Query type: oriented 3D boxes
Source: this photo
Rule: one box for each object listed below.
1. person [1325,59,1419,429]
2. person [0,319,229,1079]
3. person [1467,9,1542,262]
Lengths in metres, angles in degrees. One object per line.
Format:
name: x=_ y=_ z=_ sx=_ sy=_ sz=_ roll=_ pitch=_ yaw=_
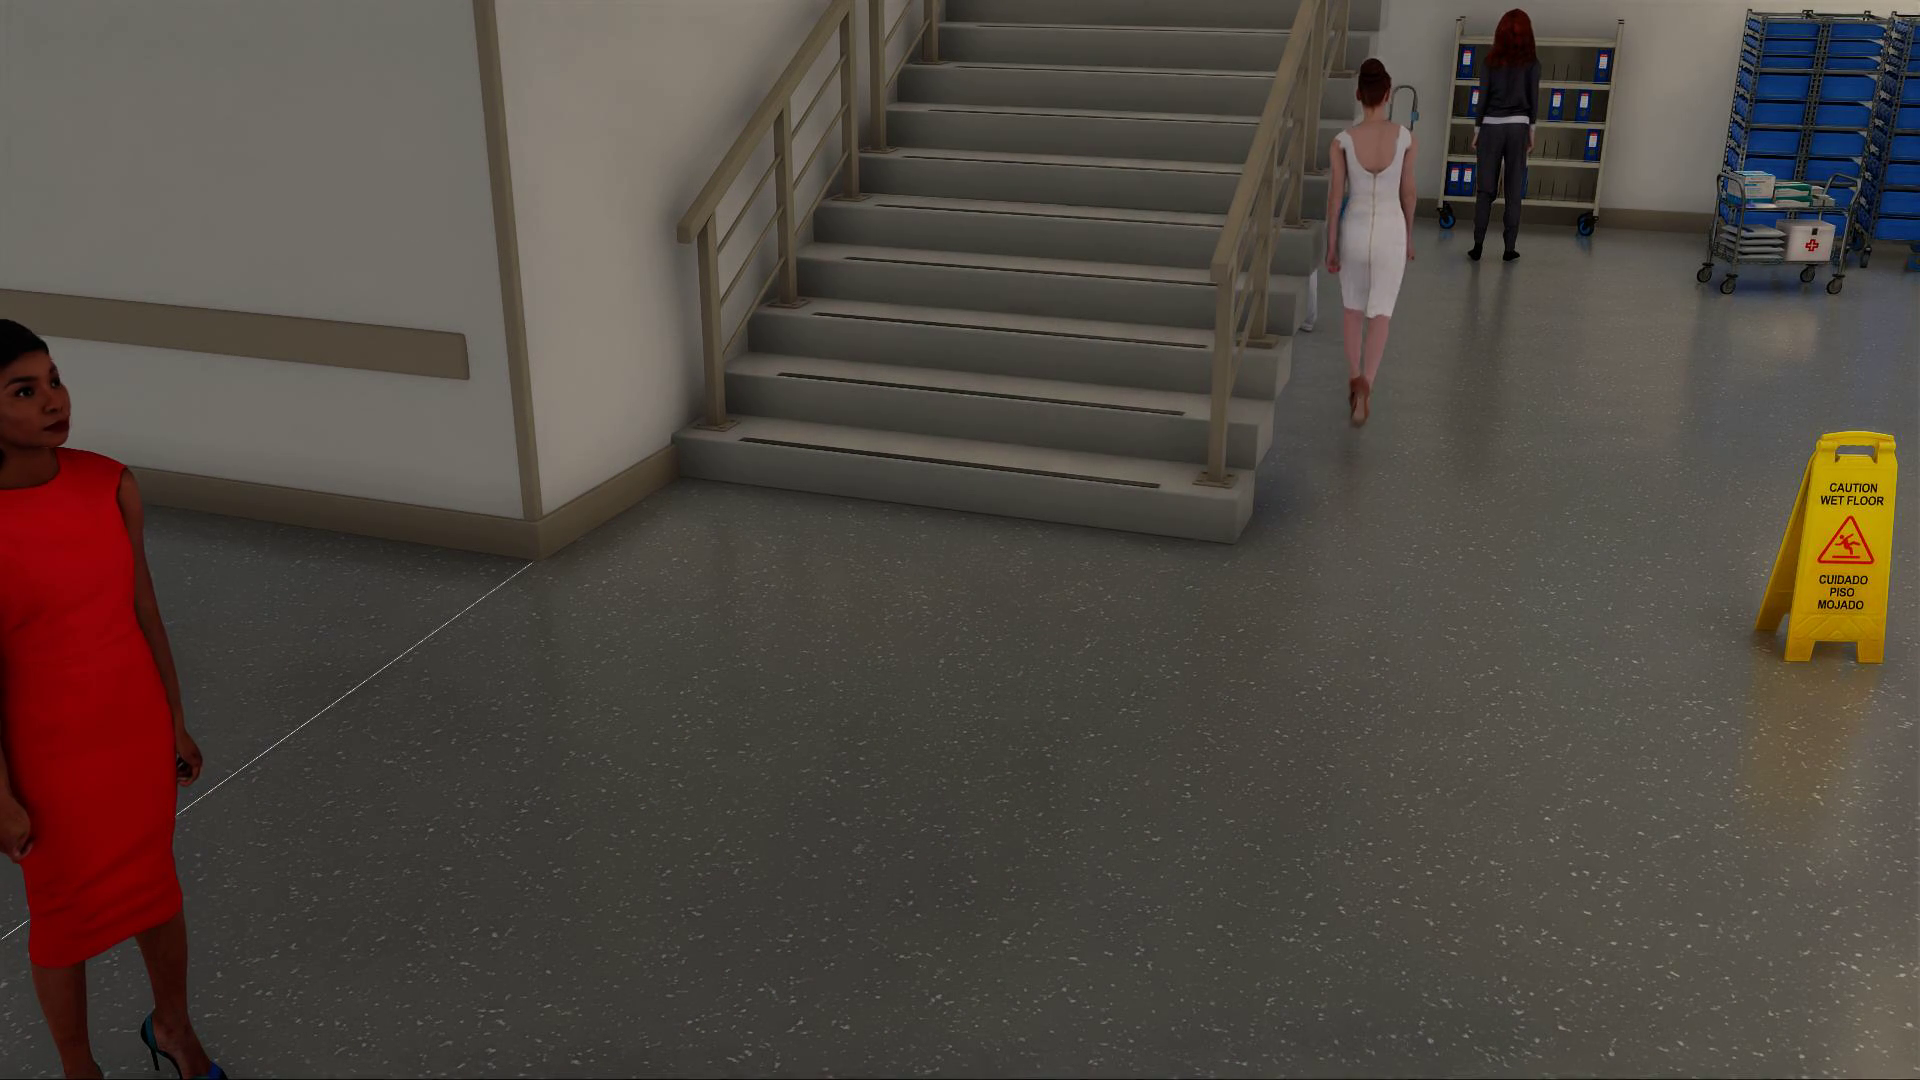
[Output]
person: x=1.959 y=-1.353 z=7.962 sx=0.633 sy=1.757 sz=1.110 roll=6 pitch=22 yaw=16
person: x=-1.749 y=0.418 z=3.309 sx=0.680 sy=1.742 sz=0.513 roll=14 pitch=25 yaw=32
person: x=3.956 y=-2.932 z=12.097 sx=0.584 sy=1.782 sz=0.500 roll=6 pitch=22 yaw=17
